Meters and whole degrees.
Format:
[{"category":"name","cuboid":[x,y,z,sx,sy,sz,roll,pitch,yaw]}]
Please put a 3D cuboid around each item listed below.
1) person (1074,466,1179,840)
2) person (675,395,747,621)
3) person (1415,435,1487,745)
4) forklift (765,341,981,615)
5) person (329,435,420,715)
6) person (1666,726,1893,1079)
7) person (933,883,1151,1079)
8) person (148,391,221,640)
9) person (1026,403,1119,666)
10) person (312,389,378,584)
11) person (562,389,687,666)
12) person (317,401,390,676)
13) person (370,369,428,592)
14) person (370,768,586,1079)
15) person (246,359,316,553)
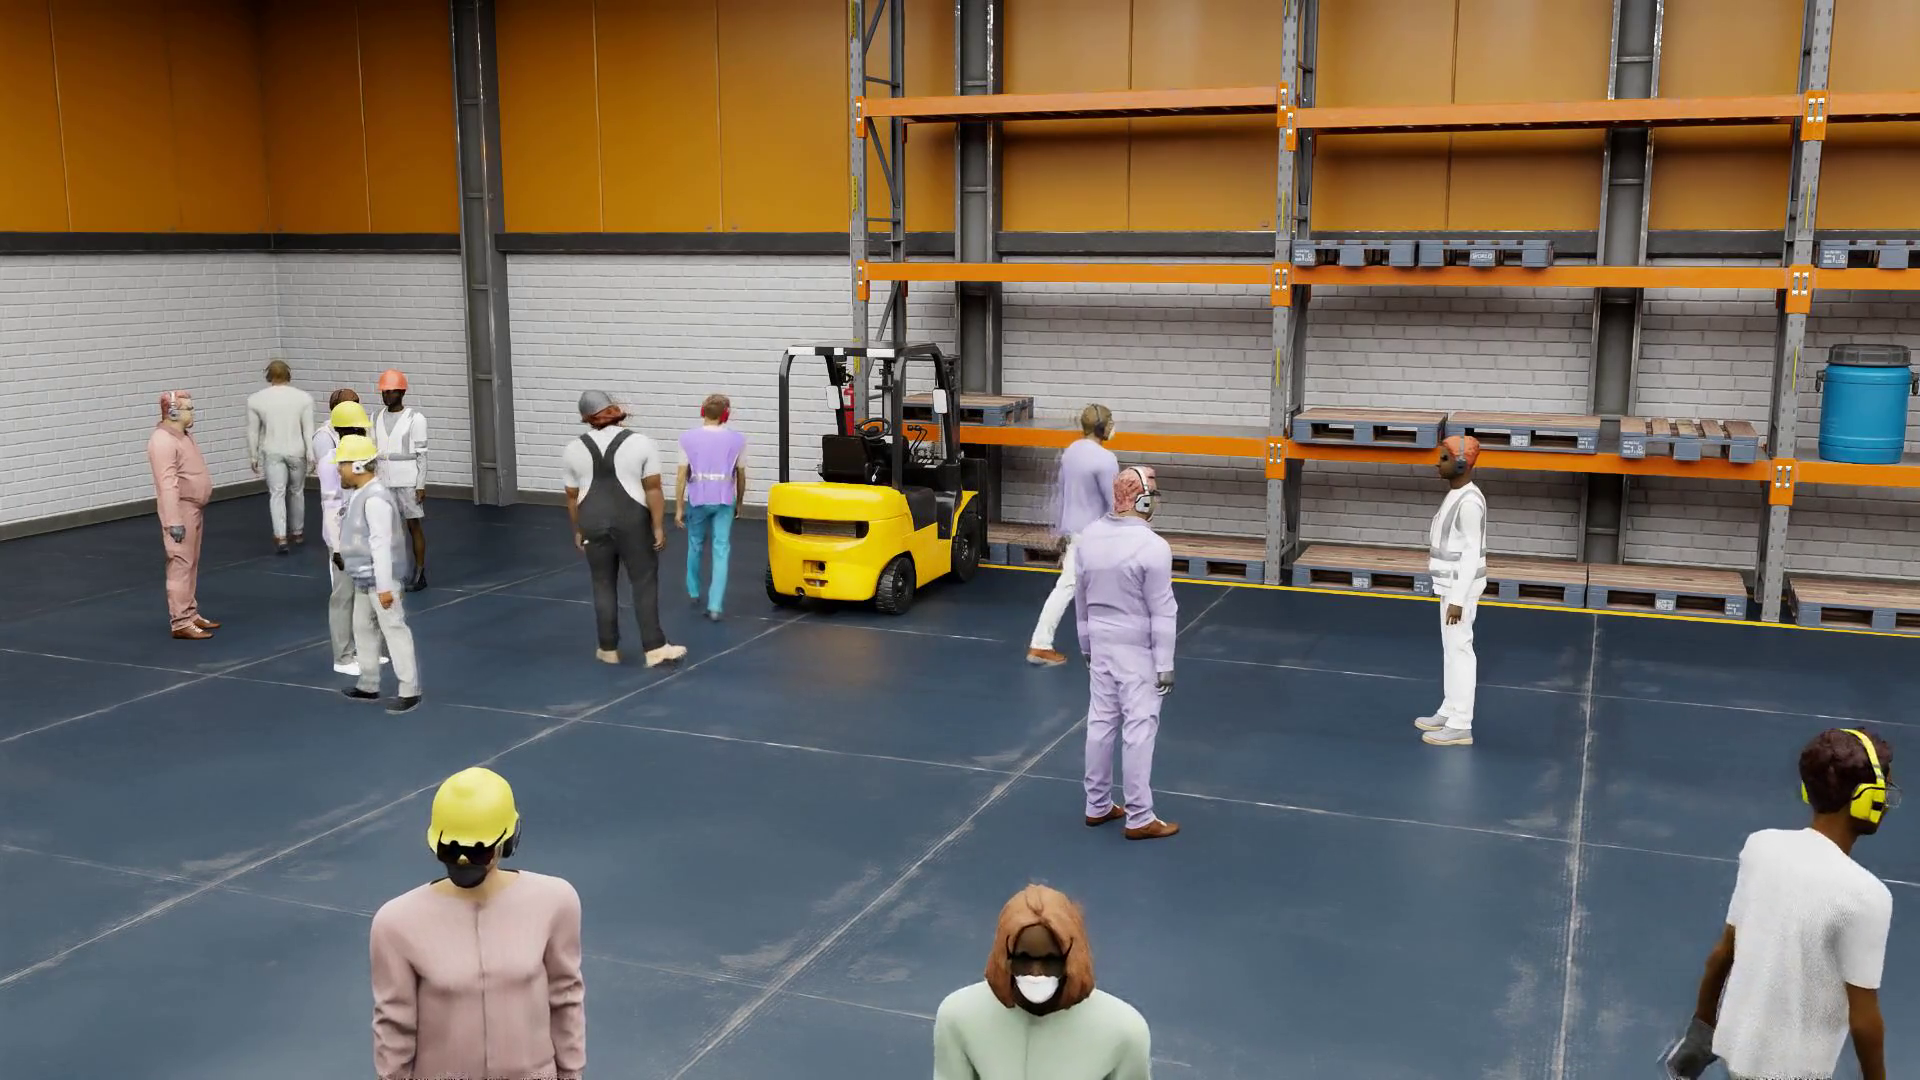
[{"category":"person","cuboid":[0.878,0.569,8.522,0.401,1.907,0.646,-8,13,-37]},{"category":"person","cuboid":[-2.043,-0.284,13.581,0.601,1.795,0.944,-2,10,-12]},{"category":"person","cuboid":[2.998,0.302,10.076,0.353,1.883,0.573,2,10,9]},{"category":"forklift","cuboid":[-0.739,-0.602,14.246,1.214,2.155,2.313,4,11,21]},{"category":"person","cuboid":[-3.787,0.223,10.754,0.472,1.811,0.633,-6,12,-28]},{"category":"person","cuboid":[2.018,1.373,4.324,0.845,1.821,0.518,-1,10,-3]},{"category":"person","cuboid":[0.181,1.555,3.822,0.511,1.619,0.351,3,11,16]},{"category":"person","cuboid":[-5.955,-0.195,12.785,0.409,1.905,0.651,-3,10,-14]},{"category":"person","cuboid":[0.924,-0.040,12.002,1.069,1.890,0.625,-3,11,-18]},{"category":"person","cuboid":[-5.001,-0.322,13.672,0.429,1.844,0.627,2,10,13]},{"category":"person","cuboid":[-2.428,-0.128,12.032,0.828,2.000,0.570,1,10,4]},{"category":"person","cuboid":[-4.286,-0.020,11.747,0.383,1.928,0.588,1,10,5]},{"category":"person","cuboid":[-4.887,-0.514,14.459,0.545,1.942,0.352,2,10,13]},{"category":"person","cuboid":[-1.194,1.416,4.213,0.526,1.762,0.335,-5,11,-25]},{"category":"person","cuboid":[-6.683,-0.834,16.425,0.639,1.893,1.029,-4,11,-22]}]
